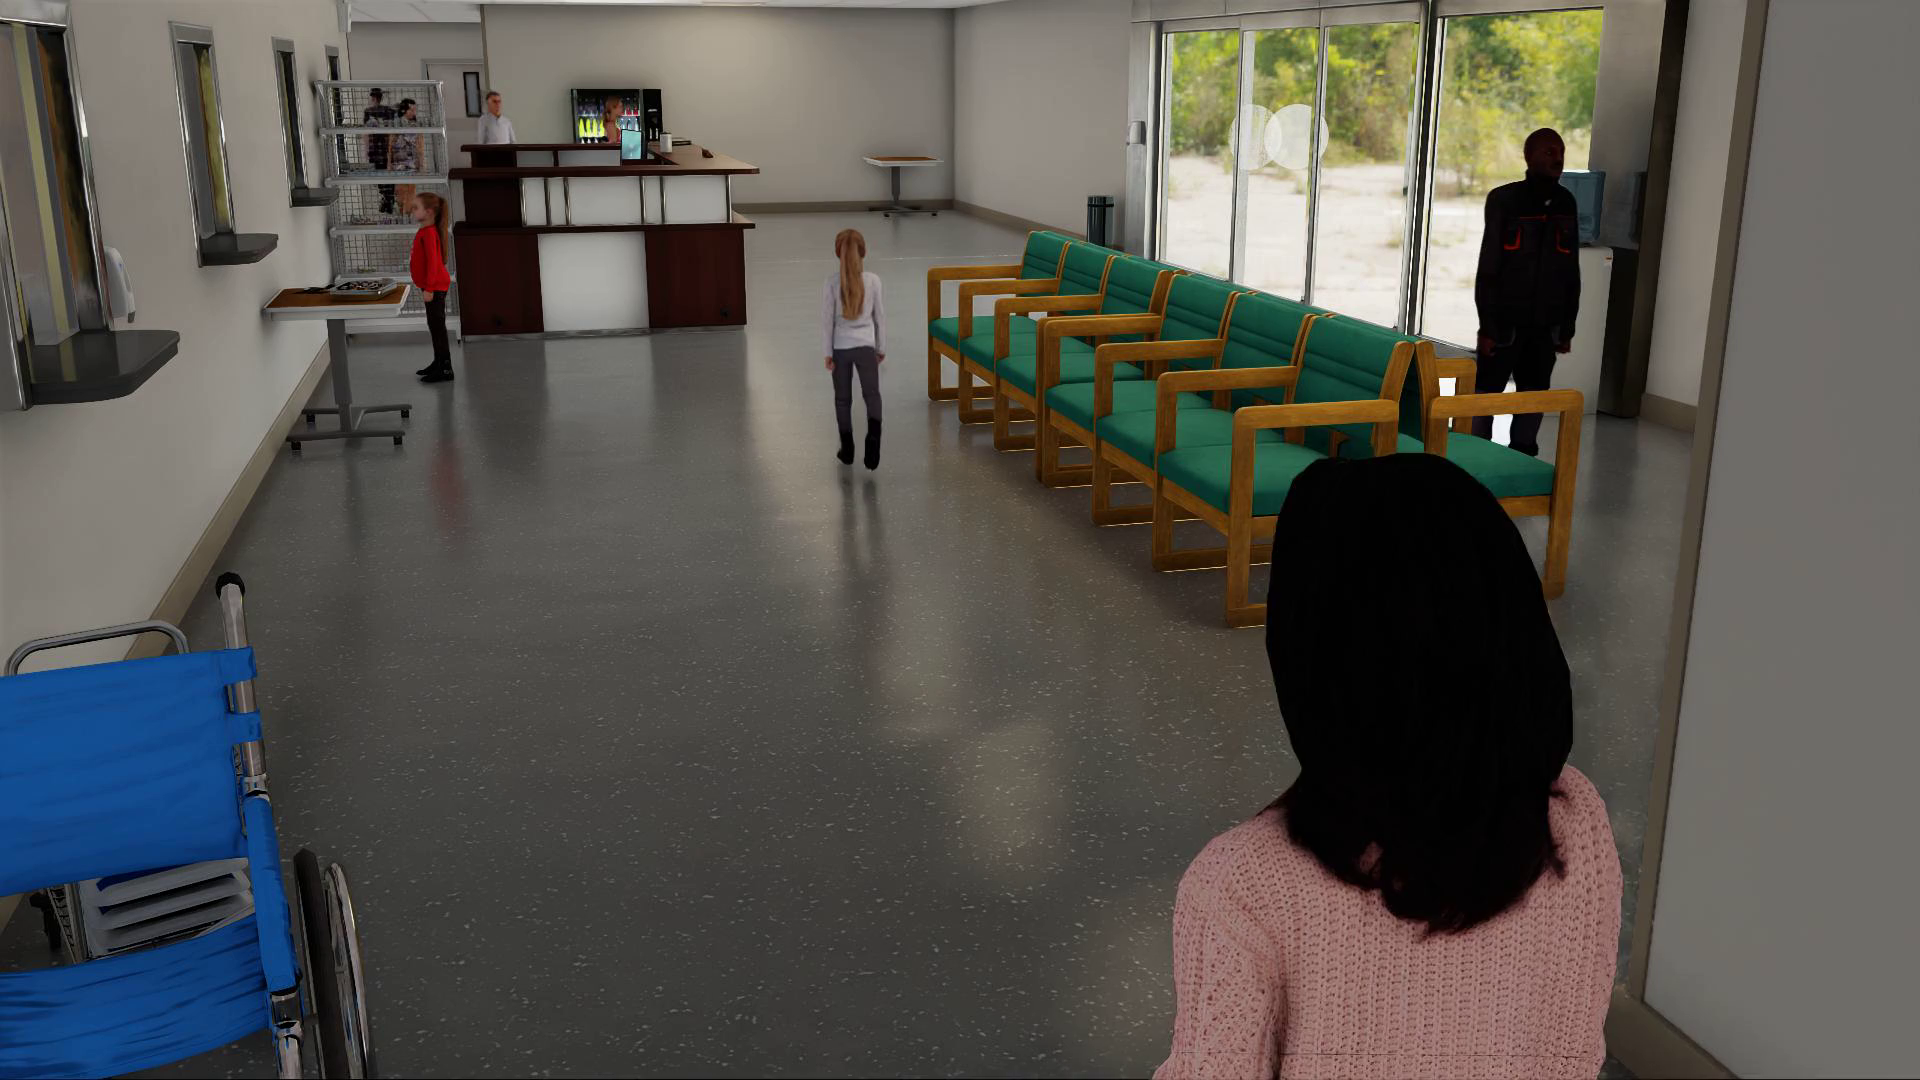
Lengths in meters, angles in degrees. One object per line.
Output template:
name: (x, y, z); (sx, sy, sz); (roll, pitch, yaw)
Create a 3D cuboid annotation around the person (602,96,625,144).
person: (-4.219, -4.396, 19.959); (0.850, 1.775, 0.608); (-4, 16, -13)

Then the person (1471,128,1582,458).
person: (2.745, -1.098, 8.191); (0.546, 1.813, 0.764); (-3, 16, -12)

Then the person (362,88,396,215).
person: (-8.539, -5.756, 24.669); (0.997, 1.837, 0.942); (13, 20, 38)

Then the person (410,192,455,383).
person: (-3.646, -1.751, 11.486); (0.542, 1.281, 0.521); (-7, 17, -23)

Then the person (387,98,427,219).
person: (-7.455, -5.046, 22.381); (0.744, 1.712, 0.830); (-8, 17, -25)

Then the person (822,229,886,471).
person: (-0.558, -0.998, 8.849); (0.746, 1.264, 0.608); (-2, 16, -6)

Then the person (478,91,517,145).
person: (-6.395, -5.218, 22.850); (1.090, 1.788, 1.138); (14, 21, 41)

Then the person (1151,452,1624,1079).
person: (0.429, 0.810, 1.563); (1.107, 1.738, 0.819); (-2, 16, -6)
